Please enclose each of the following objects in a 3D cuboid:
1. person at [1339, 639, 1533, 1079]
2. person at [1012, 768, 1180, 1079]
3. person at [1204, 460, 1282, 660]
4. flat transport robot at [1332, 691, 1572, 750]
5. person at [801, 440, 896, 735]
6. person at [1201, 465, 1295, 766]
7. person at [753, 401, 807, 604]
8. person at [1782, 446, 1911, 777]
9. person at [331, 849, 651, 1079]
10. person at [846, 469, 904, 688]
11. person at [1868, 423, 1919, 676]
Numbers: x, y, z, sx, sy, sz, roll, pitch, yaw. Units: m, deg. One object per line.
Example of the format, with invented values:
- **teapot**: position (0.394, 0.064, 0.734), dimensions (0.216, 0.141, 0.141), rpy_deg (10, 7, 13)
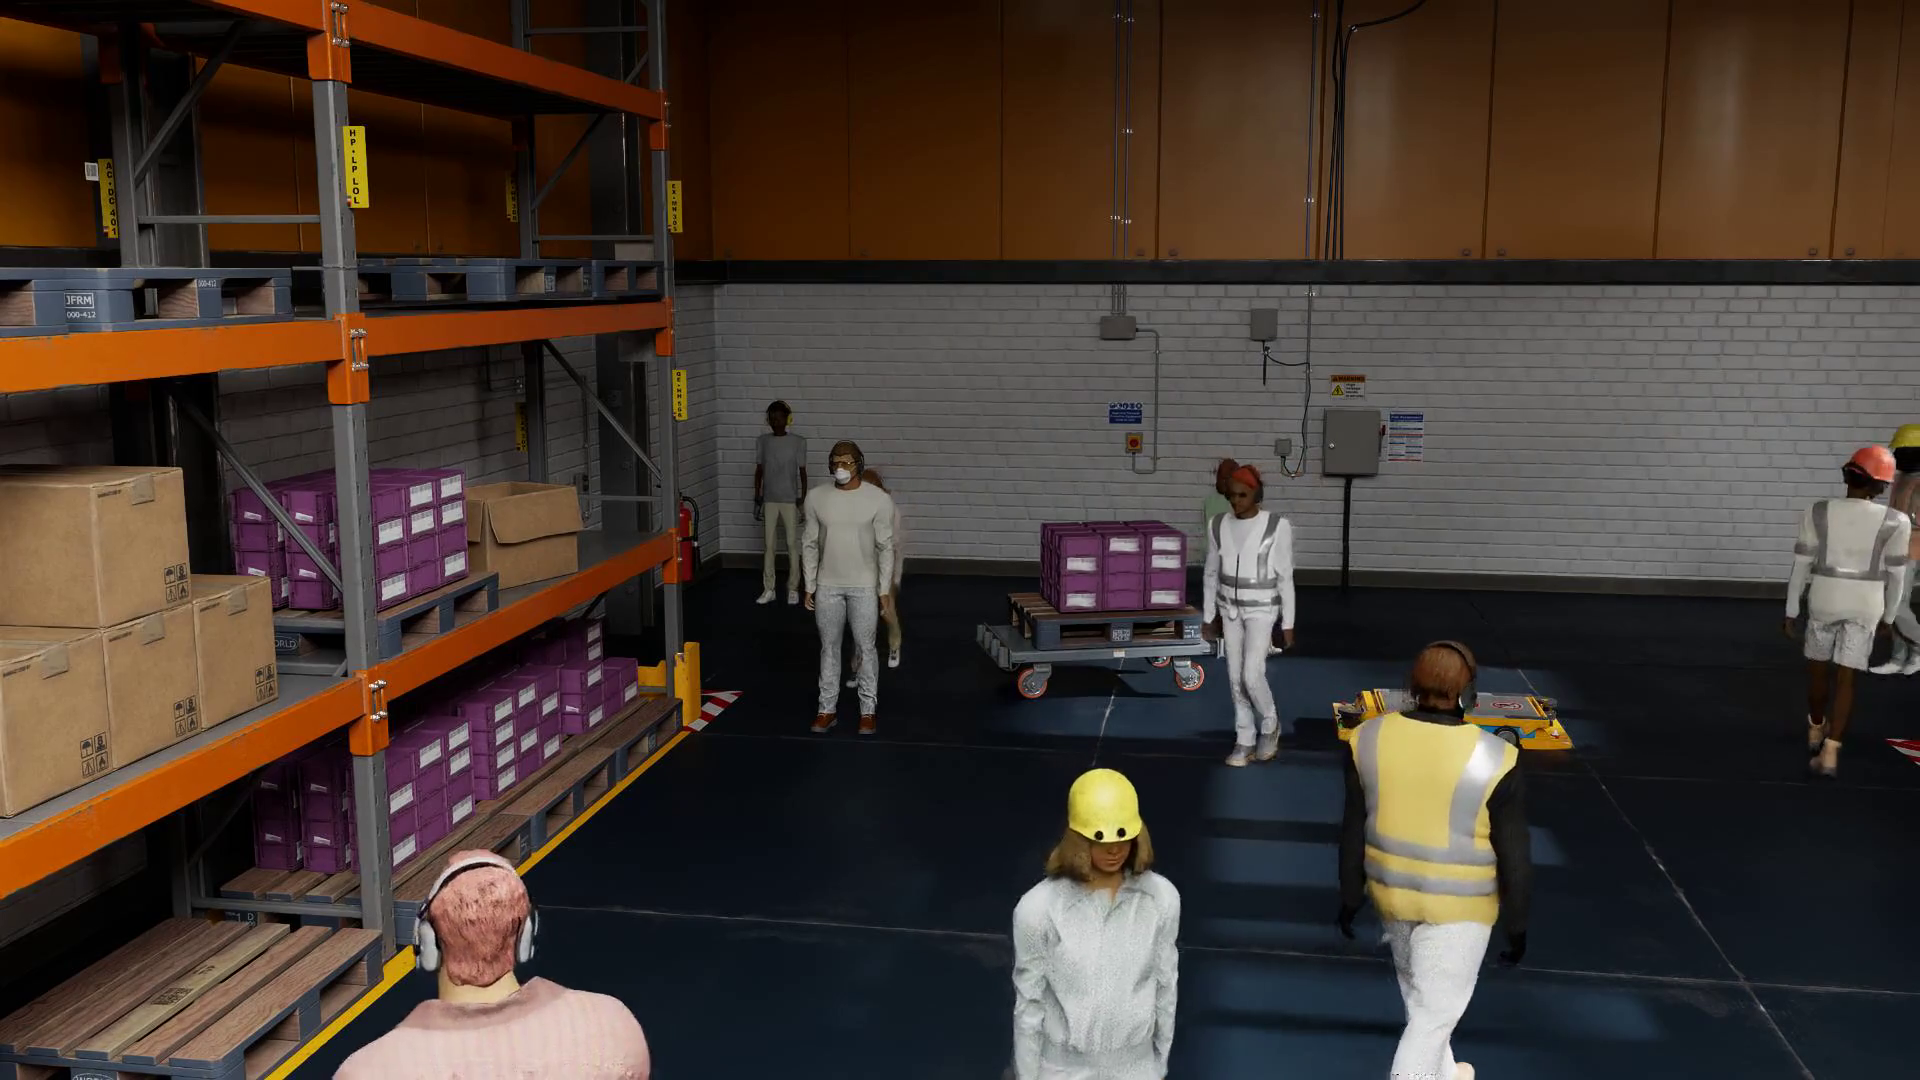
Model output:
- **person**: position (1.613, 1.230, 5.677), dimensions (0.637, 1.800, 0.971), rpy_deg (8, 12, 40)
- **person**: position (0.371, 1.450, 4.505), dimensions (0.491, 1.729, 0.403), rpy_deg (-2, 9, -12)
- **person**: position (2.141, 0.164, 12.893), dimensions (0.542, 1.573, 0.829), rpy_deg (-6, 11, -32)
- **flat transport robot**: position (3.174, 1.155, 10.818), dimensions (1.431, 0.197, 0.652), rpy_deg (1, 9, 9)
- **person**: position (-0.736, 0.311, 10.898), dimensions (0.628, 1.940, 0.373), rpy_deg (2, 9, 9)
- **person**: position (1.740, 0.468, 10.121), dimensions (0.625, 1.870, 0.410), rpy_deg (8, 12, 40)
- **person**: position (-1.626, -0.335, 15.128), dimensions (0.558, 1.865, 0.334), rpy_deg (1, 9, 9)
- **person**: position (5.391, 0.414, 10.150), dimensions (0.641, 1.983, 1.029), rpy_deg (6, 11, 32)
- **person**: position (-0.927, 1.557, 3.359), dimensions (0.649, 1.888, 0.465), rpy_deg (-4, 10, -26)
- **person**: position (-0.631, 0.243, 12.417), dimensions (0.504, 1.593, 0.866), rpy_deg (3, 10, 16)
- **person**: position (7.015, 0.088, 12.351), dimensions (0.421, 1.908, 0.607), rpy_deg (1, 9, 4)
